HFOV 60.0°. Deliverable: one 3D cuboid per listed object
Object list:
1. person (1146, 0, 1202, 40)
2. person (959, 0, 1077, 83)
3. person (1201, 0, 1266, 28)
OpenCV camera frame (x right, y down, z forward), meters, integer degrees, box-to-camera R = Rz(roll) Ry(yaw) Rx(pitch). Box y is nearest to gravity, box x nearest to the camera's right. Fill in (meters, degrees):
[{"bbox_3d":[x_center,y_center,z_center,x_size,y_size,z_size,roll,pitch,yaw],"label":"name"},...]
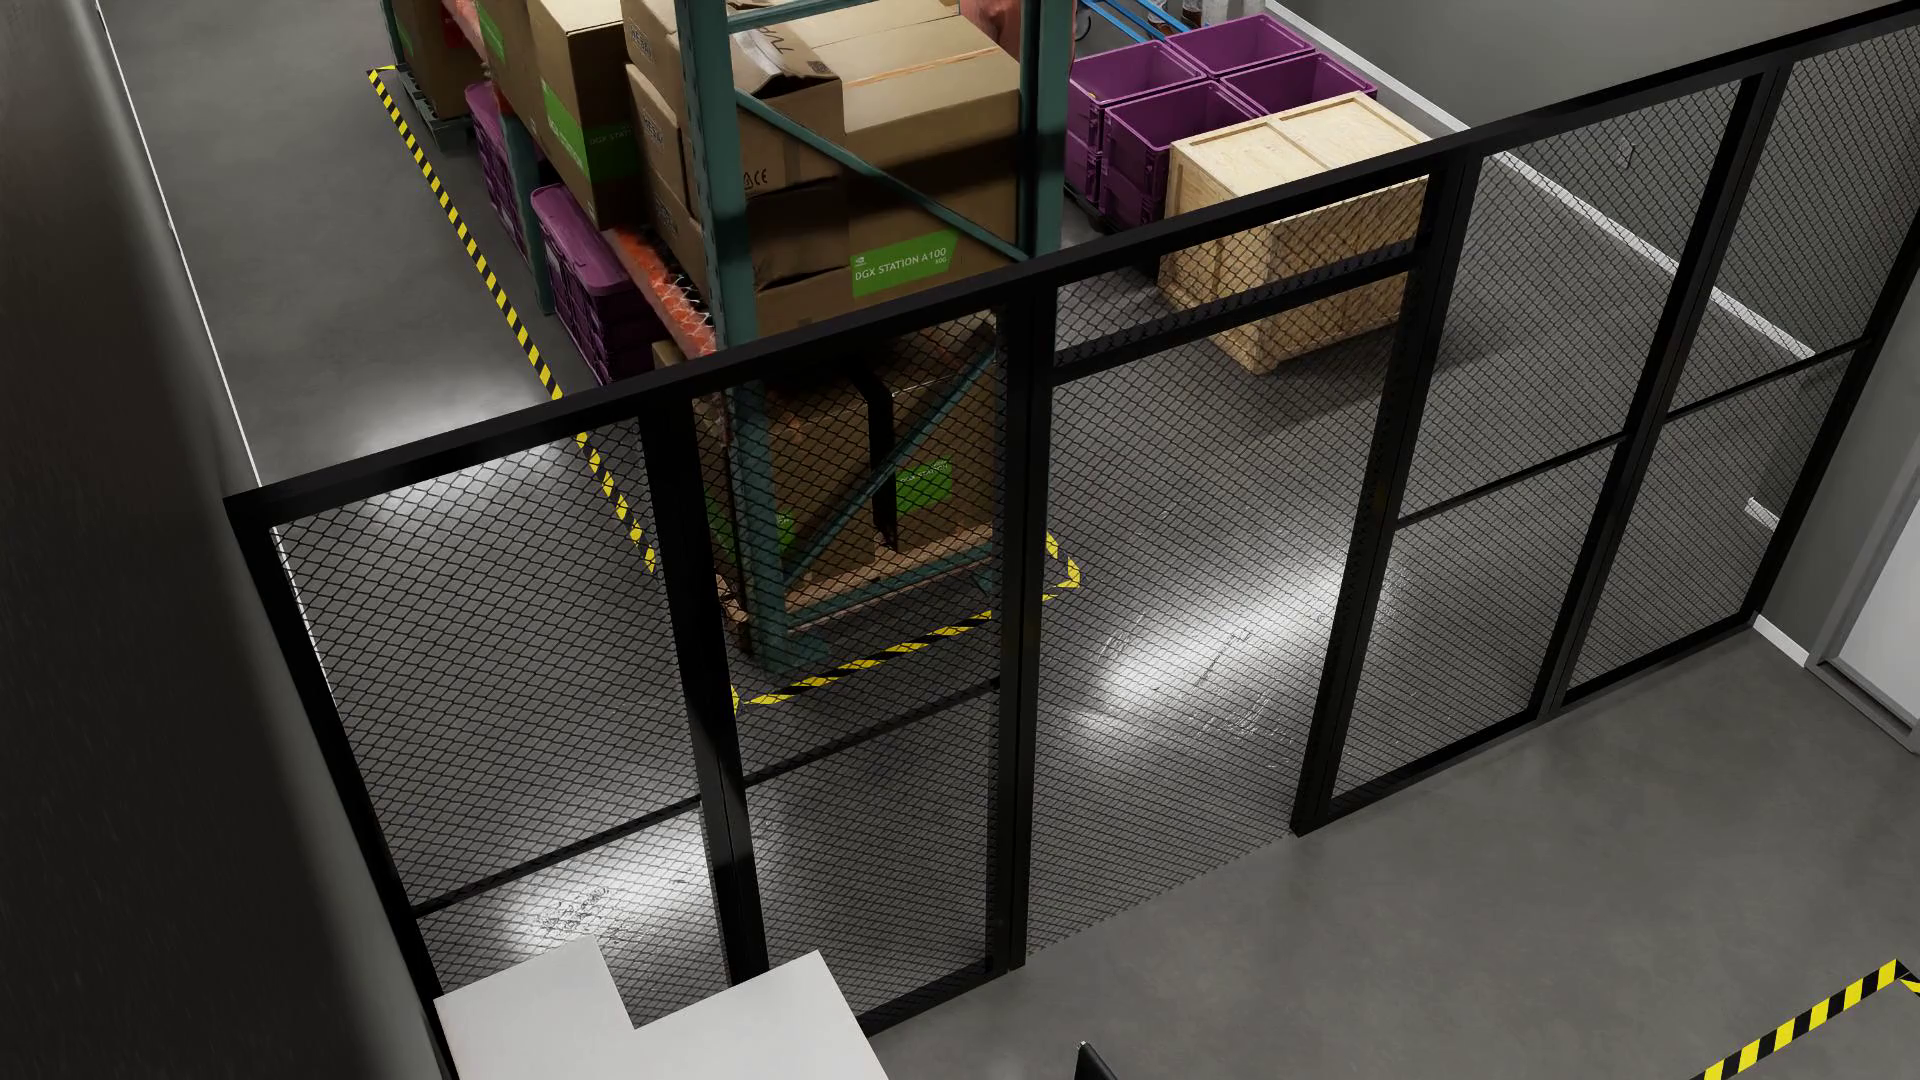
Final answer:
[{"bbox_3d":[1.280,-3.629,8.916,0.627,1.940,0.372,-21,47,-22],"label":"person"},{"bbox_3d":[0.211,-1.817,6.892,0.625,1.992,0.388,-32,51,-30],"label":"person"},{"bbox_3d":[1.426,-3.279,8.612,0.599,1.827,0.403,-17,45,-18],"label":"person"}]
